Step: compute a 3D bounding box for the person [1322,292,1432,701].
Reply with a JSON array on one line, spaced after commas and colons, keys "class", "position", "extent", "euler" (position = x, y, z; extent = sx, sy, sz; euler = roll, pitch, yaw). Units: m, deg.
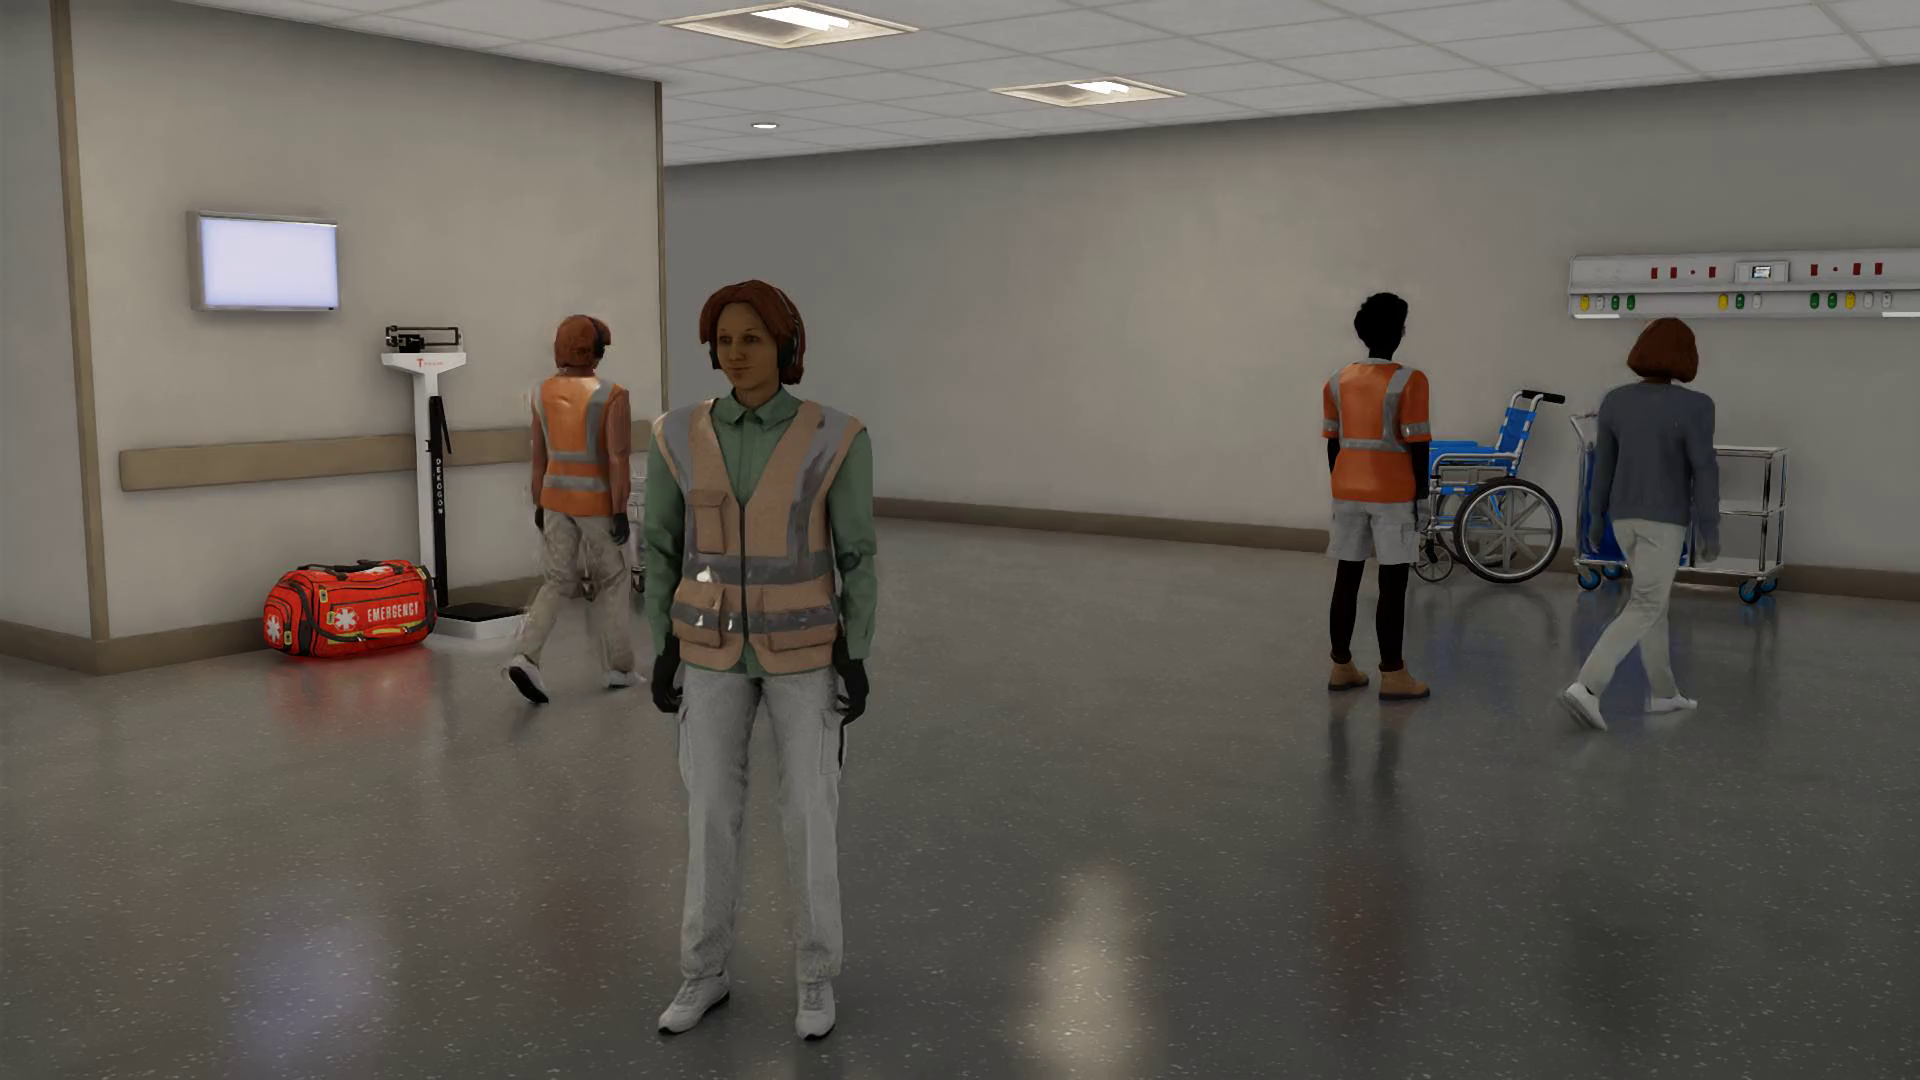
[{"class": "person", "position": [1.750, -0.180, 6.966], "extent": [0.318, 1.698, 0.535], "euler": [-6, 9, -38]}]

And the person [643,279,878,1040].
[{"class": "person", "position": [-0.433, 0.264, 3.620], "extent": [0.514, 1.640, 0.315], "euler": [1, 7, 8]}]

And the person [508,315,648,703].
[{"class": "person", "position": [-1.615, -0.122, 6.928], "extent": [0.524, 1.628, 0.737], "euler": [3, 8, 24]}]

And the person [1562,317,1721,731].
[{"class": "person", "position": [2.642, -0.065, 6.450], "extent": [0.806, 1.600, 0.508], "euler": [-4, 8, -28]}]
